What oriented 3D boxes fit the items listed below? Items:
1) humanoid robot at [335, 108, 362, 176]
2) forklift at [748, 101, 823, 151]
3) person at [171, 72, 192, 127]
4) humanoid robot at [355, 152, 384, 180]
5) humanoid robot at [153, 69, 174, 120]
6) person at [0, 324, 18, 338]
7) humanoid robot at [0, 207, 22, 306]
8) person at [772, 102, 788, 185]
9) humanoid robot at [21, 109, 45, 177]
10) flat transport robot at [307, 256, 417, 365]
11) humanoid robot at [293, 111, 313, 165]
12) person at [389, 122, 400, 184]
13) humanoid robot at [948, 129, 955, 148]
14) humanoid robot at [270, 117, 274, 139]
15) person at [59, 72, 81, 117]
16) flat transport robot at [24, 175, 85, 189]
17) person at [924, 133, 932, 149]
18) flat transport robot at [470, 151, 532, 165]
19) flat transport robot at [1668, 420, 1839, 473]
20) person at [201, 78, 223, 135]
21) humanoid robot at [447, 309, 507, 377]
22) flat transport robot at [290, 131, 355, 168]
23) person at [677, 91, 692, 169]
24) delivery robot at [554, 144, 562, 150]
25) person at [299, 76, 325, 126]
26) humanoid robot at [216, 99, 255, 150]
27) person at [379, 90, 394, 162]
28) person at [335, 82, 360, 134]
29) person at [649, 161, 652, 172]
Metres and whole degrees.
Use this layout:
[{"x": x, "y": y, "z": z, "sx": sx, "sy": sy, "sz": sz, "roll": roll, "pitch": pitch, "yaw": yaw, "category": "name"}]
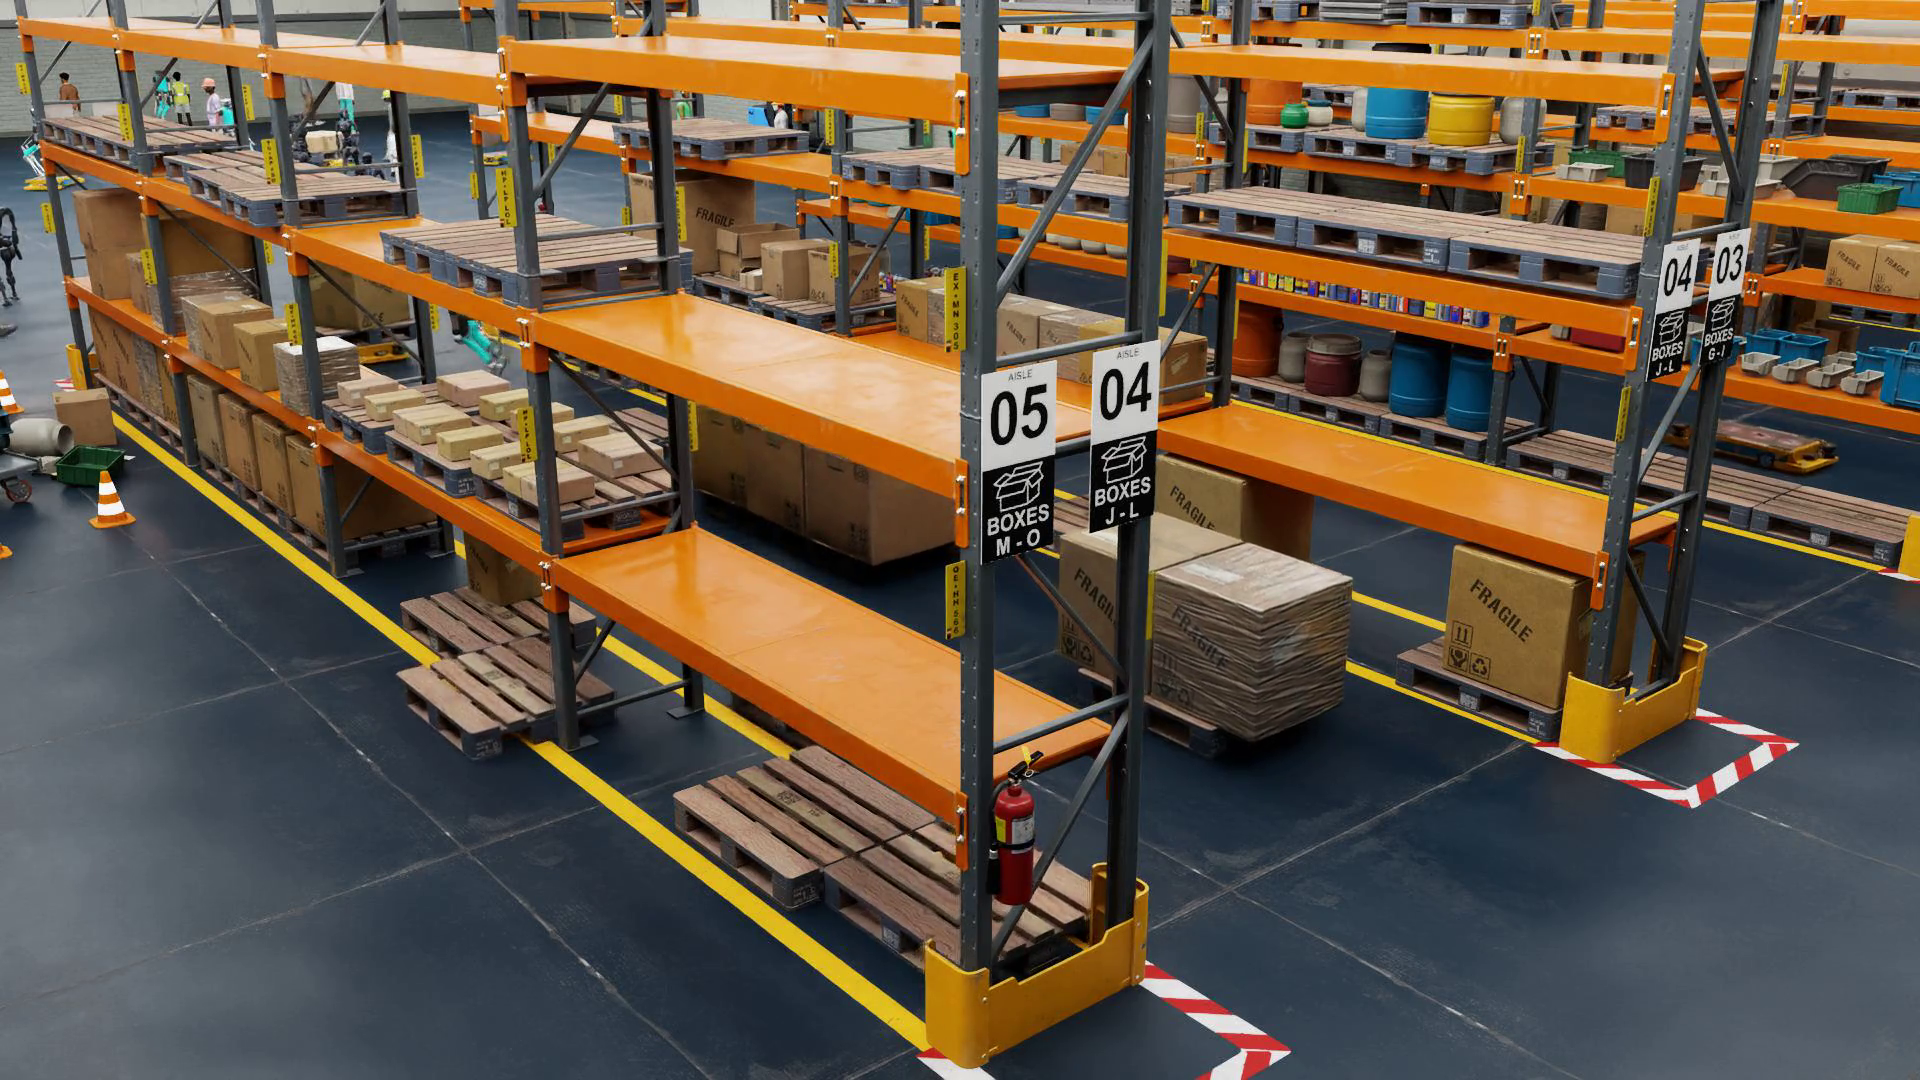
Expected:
[{"x": -13.361, "y": -8.602, "z": 36.370, "sx": 0.600, "sy": 1.627, "sz": 0.789, "roll": 4, "pitch": 20, "yaw": 12, "category": "humanoid robot"}, {"x": -4.526, "y": -11.368, "z": 42.374, "sx": 1.129, "sy": 2.768, "sz": 1.873, "roll": -15, "pitch": 24, "yaw": -37, "category": "forklift"}, {"x": -21.912, "y": -12.303, "z": 46.789, "sx": 0.534, "sy": 1.699, "sz": 0.322, "roll": -11, "pitch": 22, "yaw": -29, "category": "person"}, {"x": -9.888, "y": -5.677, "z": 27.972, "sx": 0.419, "sy": 1.636, "sz": 0.613, "roll": 15, "pitch": 25, "yaw": 37, "category": "humanoid robot"}, {"x": -22.321, "y": -12.187, "z": 46.443, "sx": 0.543, "sy": 1.817, "sz": 0.664, "roll": 5, "pitch": 20, "yaw": 13, "category": "humanoid robot"}, {"x": -12.794, "y": -3.369, "z": 21.413, "sx": 0.459, "sy": 1.659, "sz": 0.916, "roll": 10, "pitch": 22, "yaw": 26, "category": "person"}, {"x": -13.764, "y": -4.178, "z": 23.720, "sx": 0.514, "sy": 1.648, "sz": 0.611, "roll": 17, "pitch": 26, "yaw": 40, "category": "humanoid robot"}, {"x": -3.903, "y": -8.692, "z": 36.241, "sx": 0.380, "sy": 1.890, "sz": 0.562, "roll": -5, "pitch": 20, "yaw": -14, "category": "person"}, {"x": -20.581, "y": -8.932, "z": 36.935, "sx": 0.735, "sy": 1.681, "sz": 0.533, "roll": 1, "pitch": 19, "yaw": 3, "category": "humanoid robot"}, {"x": -7.504, "y": -2.434, "z": 20.864, "sx": 0.659, "sy": 0.231, "sz": 1.431, "roll": -15, "pitch": 24, "yaw": -37, "category": "flat transport robot"}, {"x": -13.961, "y": -8.254, "z": 35.304, "sx": 0.358, "sy": 1.643, "sz": 0.609, "roll": -1, "pitch": 19, "yaw": -4, "category": "humanoid robot"}, {"x": -10.502, "y": -6.994, "z": 31.407, "sx": 0.581, "sy": 1.882, "sz": 0.337, "roll": 8, "pitch": 21, "yaw": 22, "category": "person"}, {"x": 0.110, "y": -7.347, "z": 32.558, "sx": 0.530, "sy": 1.746, "sz": 0.661, "roll": 11, "pitch": 22, "yaw": 30, "category": "humanoid robot"}, {"x": -15.552, "y": -9.219, "z": 38.042, "sx": 0.337, "sy": 1.644, "sz": 0.583, "roll": 4, "pitch": 20, "yaw": 11, "category": "humanoid robot"}, {"x": -23.618, "y": -11.469, "z": 44.182, "sx": 0.381, "sy": 1.854, "sz": 0.798, "roll": 3, "pitch": 20, "yaw": 9, "category": "person"}, {"x": -19.605, "y": -7.753, "z": 36.000, "sx": 0.659, "sy": 0.231, "sz": 1.431, "roll": -1, "pitch": 19, "yaw": -3, "category": "flat transport robot"}, {"x": -0.749, "y": -7.498, "z": 33.054, "sx": 0.484, "sy": 1.740, "sz": 0.315, "roll": -16, "pitch": 25, "yaw": -38, "category": "person"}, {"x": -11.108, "y": -9.240, "z": 40.233, "sx": 0.659, "sy": 0.231, "sz": 1.431, "roll": 11, "pitch": 22, "yaw": 28, "category": "flat transport robot"}, {"x": 7.936, "y": -0.958, "z": 16.662, "sx": 0.659, "sy": 0.231, "sz": 1.431, "roll": -14, "pitch": 24, "yaw": -34, "category": "flat transport robot"}, {"x": -17.654, "y": -9.886, "z": 39.401, "sx": 0.368, "sy": 2.044, "sz": 0.607, "roll": -13, "pitch": 23, "yaw": -33, "category": "person"}, {"x": -5.331, "y": -2.353, "z": 18.448, "sx": 0.776, "sy": 1.777, "sz": 0.546, "roll": 3, "pitch": 20, "yaw": 9, "category": "humanoid robot"}, {"x": -15.067, "y": -8.900, "z": 39.264, "sx": 1.431, "sy": 0.231, "sz": 0.659, "roll": 7, "pitch": 21, "yaw": 20, "category": "flat transport robot"}, {"x": -6.300, "y": -9.426, "z": 38.191, "sx": 0.405, "sy": 1.979, "sz": 0.484, "roll": 2, "pitch": 20, "yaw": 7, "category": "person"}, {"x": -10.429, "y": -10.236, "z": 42.640, "sx": 0.499, "sy": 0.598, "sz": 0.802, "roll": -12, "pitch": 23, "yaw": -31, "category": "delivery robot"}, {"x": -19.016, "y": -13.097, "z": 48.822, "sx": 0.825, "sy": 1.846, "sz": 0.543, "roll": -16, "pitch": 25, "yaw": -38, "category": "person"}, {"x": -16.102, "y": -8.994, "z": 37.367, "sx": 0.893, "sy": 1.785, "sz": 0.562, "roll": 4, "pitch": 20, "yaw": 10, "category": "humanoid robot"}, {"x": -13.695, "y": -10.017, "z": 40.279, "sx": 0.777, "sy": 1.705, "sz": 0.542, "roll": 3, "pitch": 20, "yaw": 9, "category": "person"}, {"x": -17.211, "y": -12.346, "z": 46.597, "sx": 0.488, "sy": 1.915, "sz": 0.378, "roll": 3, "pitch": 20, "yaw": 8, "category": "person"}, {"x": -5.068, "y": -6.008, "z": 28.499, "sx": 0.382, "sy": 1.957, "sz": 0.601, "roll": 8, "pitch": 21, "yaw": 21, "category": "person"}]
